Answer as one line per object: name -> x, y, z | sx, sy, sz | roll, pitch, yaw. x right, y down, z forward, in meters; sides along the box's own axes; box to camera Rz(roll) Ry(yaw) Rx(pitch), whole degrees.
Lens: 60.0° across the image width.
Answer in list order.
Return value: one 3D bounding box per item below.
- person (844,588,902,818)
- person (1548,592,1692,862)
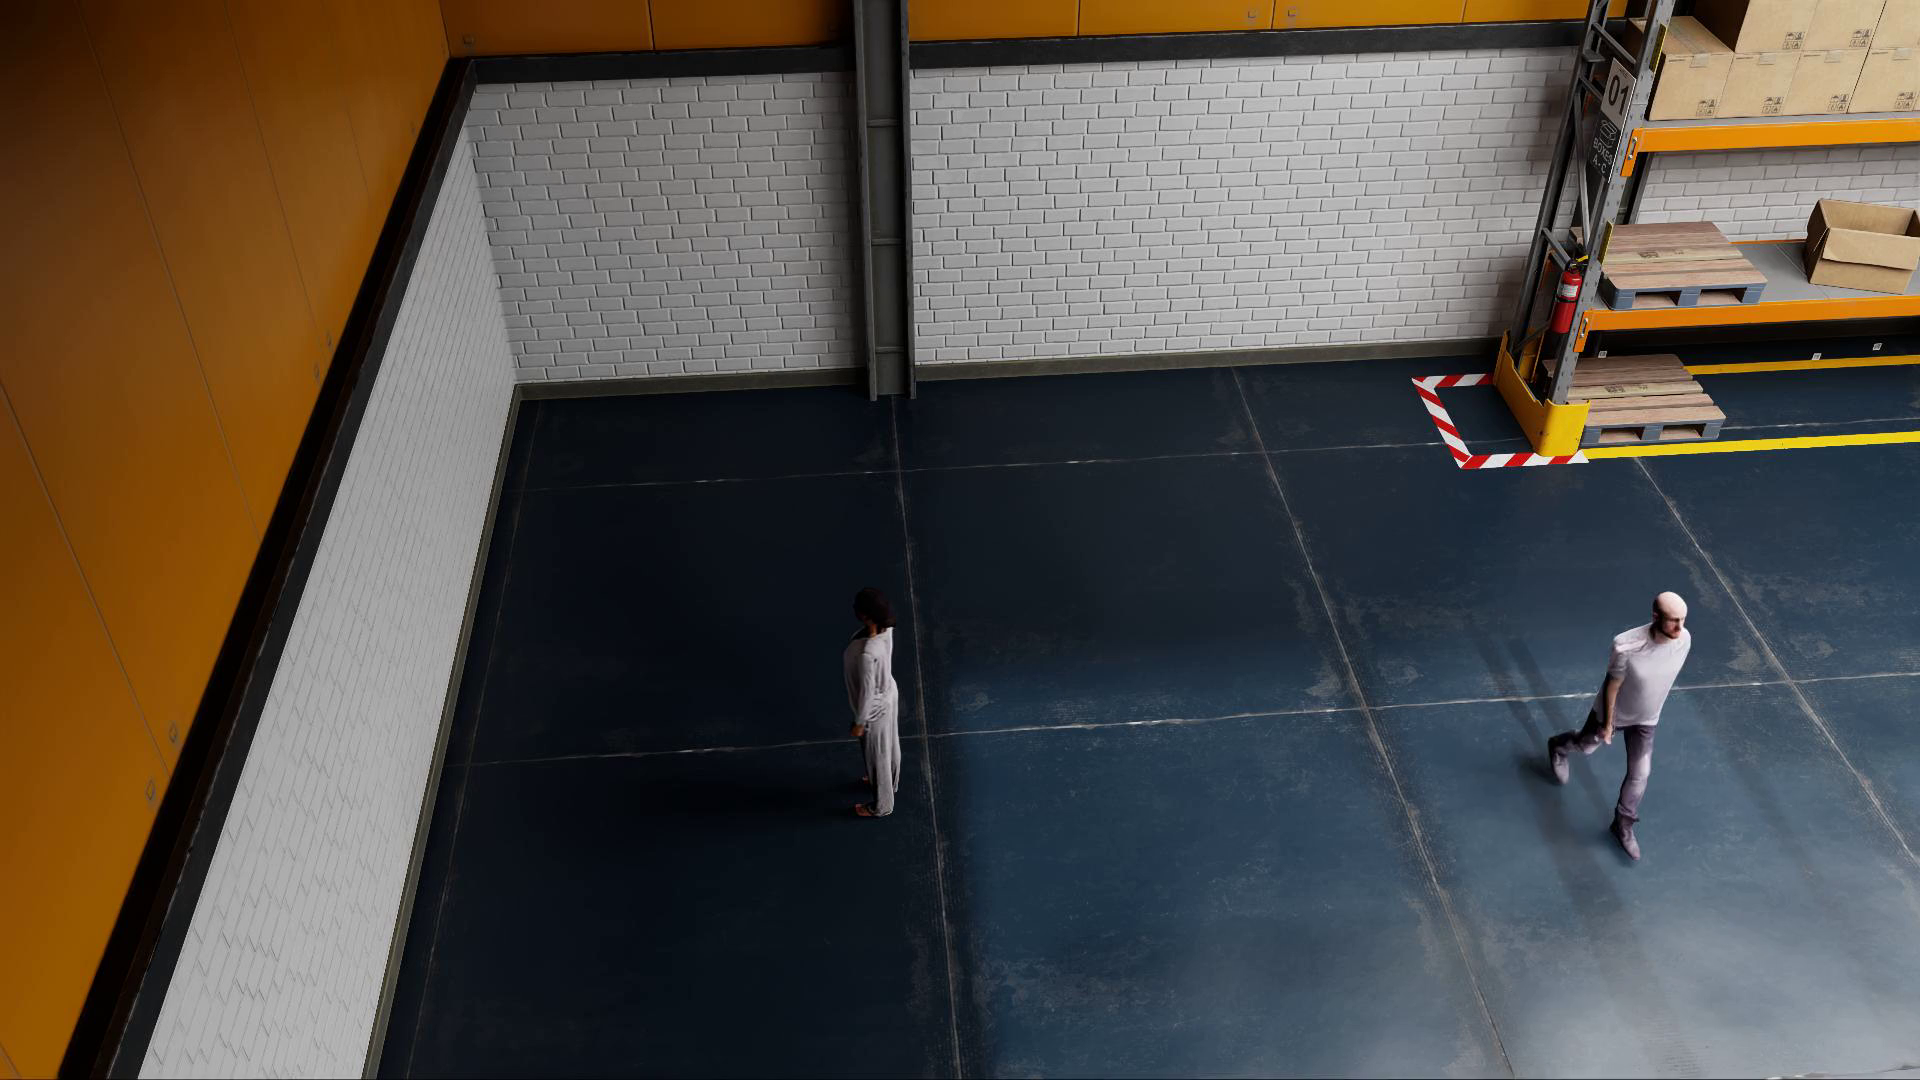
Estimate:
person -> -0.507, 0.975, 10.078 | 0.635, 1.774, 0.653 | 8, 39, 10
person -> 3.977, 0.972, 10.051 | 1.124, 1.814, 0.734 | -5, 39, -6
